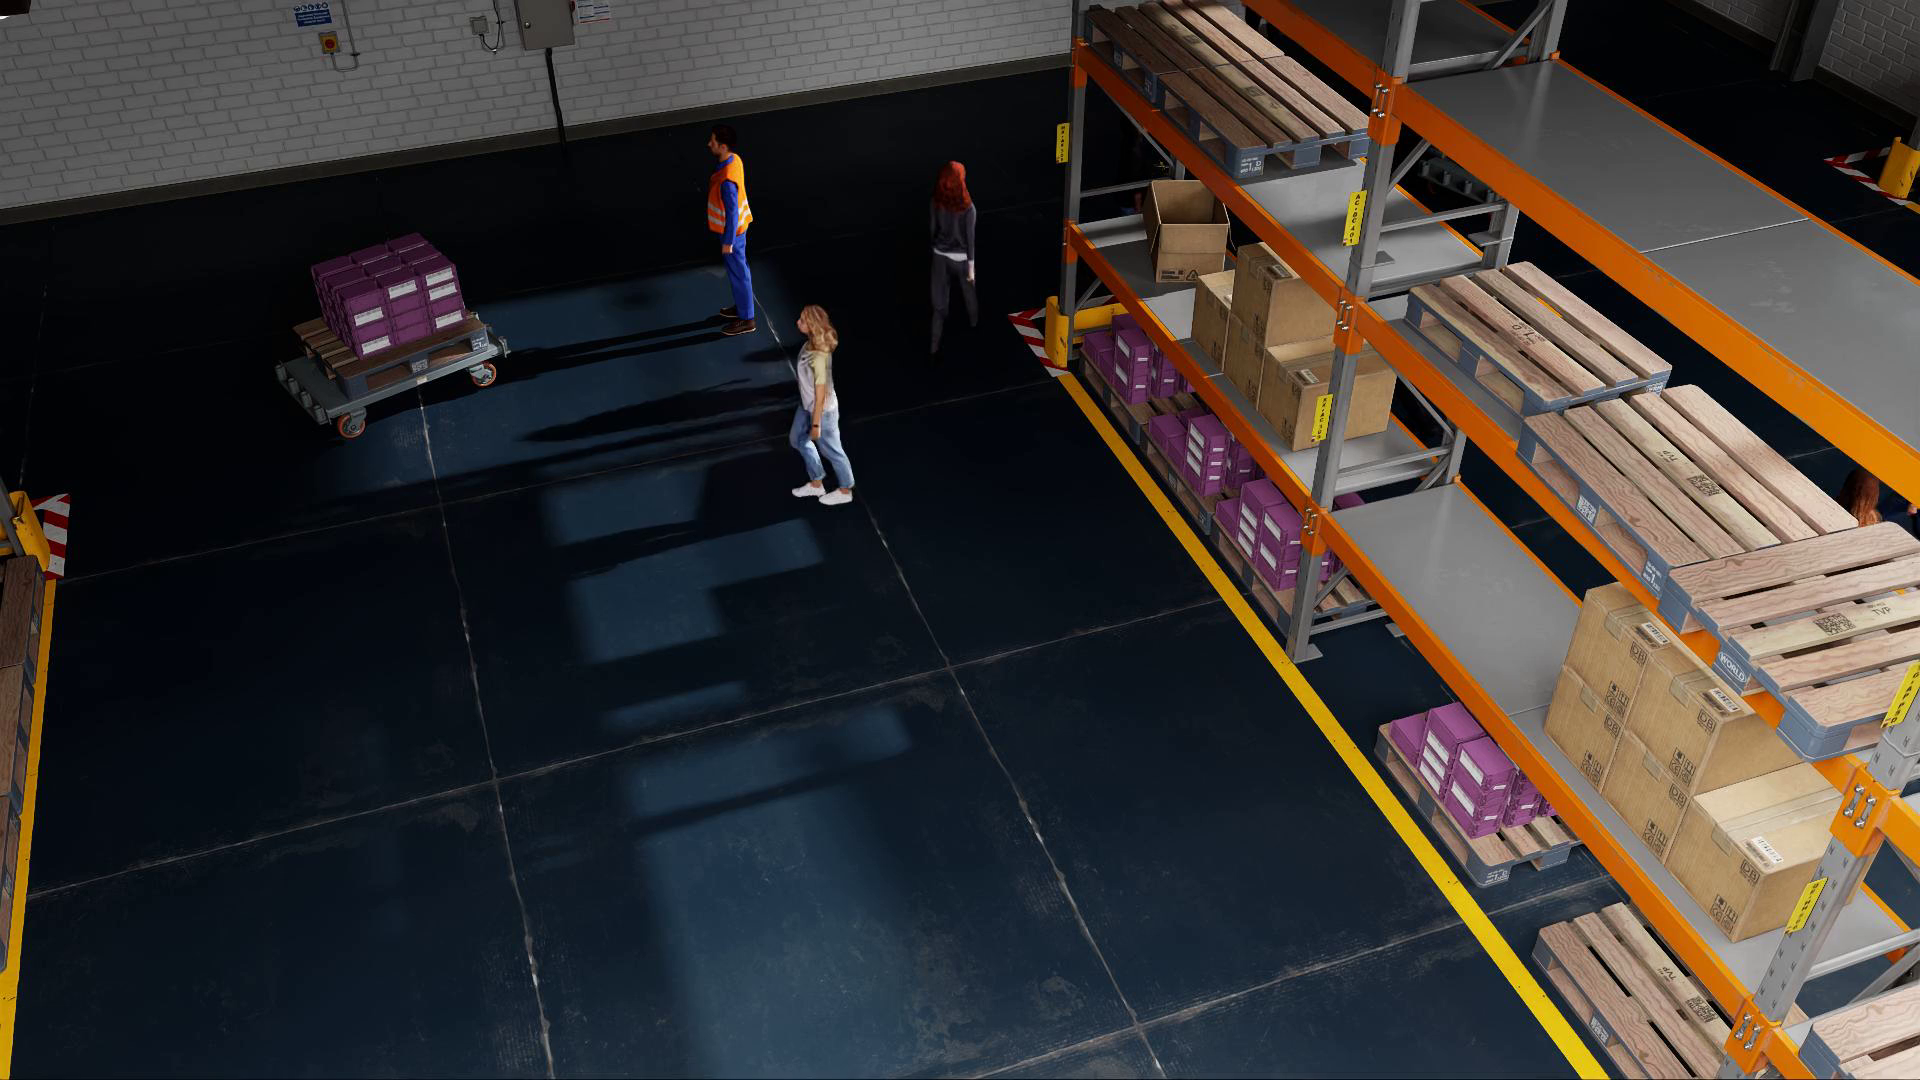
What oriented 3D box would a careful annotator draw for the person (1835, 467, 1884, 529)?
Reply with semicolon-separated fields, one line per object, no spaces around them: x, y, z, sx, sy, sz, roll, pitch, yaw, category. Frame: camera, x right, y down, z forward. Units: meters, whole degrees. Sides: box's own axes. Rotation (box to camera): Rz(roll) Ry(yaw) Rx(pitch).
5.496;0.323;10.436;0.666;1.694;1.001;-17;42;-20;person

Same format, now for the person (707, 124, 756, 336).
-1.919;-2.619;13.983;0.791;1.864;0.615;-5;39;-6;person

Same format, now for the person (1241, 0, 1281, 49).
3.332;-5.953;18.172;0.736;1.848;0.656;-3;39;-3;person

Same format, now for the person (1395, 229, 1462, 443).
3.589;-1.478;12.588;0.794;1.822;0.866;-18;42;-21;person

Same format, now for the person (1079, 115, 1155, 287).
1.411;-2.911;14.499;0.770;1.678;0.925;-4;39;-5;person

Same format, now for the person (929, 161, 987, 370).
-0.106;-2.203;13.578;1.118;1.720;1.180;16;41;19;person

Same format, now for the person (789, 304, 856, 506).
-0.913;-0.948;12.018;0.772;1.705;0.715;-5;39;-6;person
